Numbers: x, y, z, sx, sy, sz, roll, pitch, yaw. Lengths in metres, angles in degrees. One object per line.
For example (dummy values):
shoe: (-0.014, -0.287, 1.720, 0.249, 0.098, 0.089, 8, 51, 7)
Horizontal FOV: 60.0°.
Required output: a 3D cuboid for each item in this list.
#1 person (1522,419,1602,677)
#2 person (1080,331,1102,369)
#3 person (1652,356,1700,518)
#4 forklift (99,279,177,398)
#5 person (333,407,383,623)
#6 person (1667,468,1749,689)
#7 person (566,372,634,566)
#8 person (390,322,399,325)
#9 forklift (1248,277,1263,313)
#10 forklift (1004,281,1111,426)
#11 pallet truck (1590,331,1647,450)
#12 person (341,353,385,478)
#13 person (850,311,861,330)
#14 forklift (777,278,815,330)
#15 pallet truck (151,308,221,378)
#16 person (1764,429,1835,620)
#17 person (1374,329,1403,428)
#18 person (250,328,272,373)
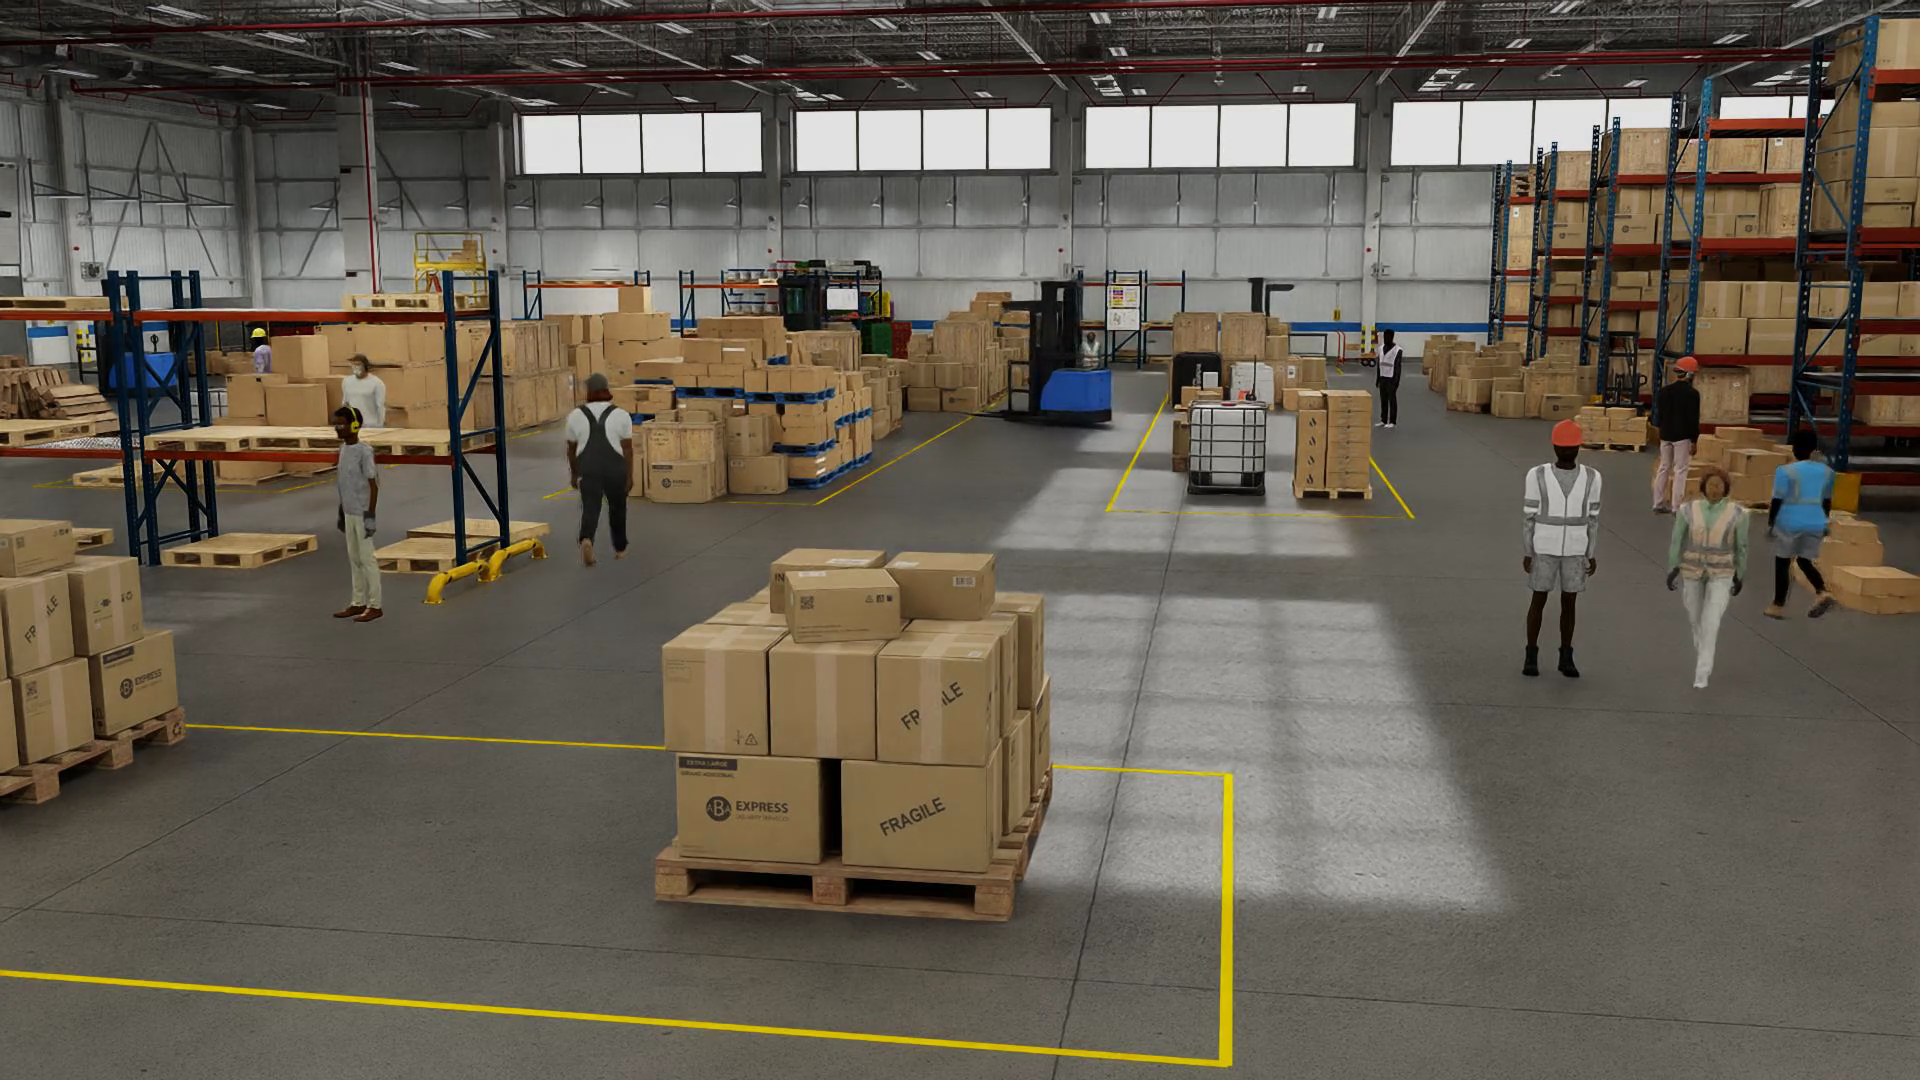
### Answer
person: (4.482, 0.067, 12.400, 0.547, 1.938, 0.377, 2, 9, 9)
person: (3.079, -4.123, 39.218, 0.518, 1.623, 0.491, -1, 9, -3)
person: (8.850, -1.261, 20.462, 0.407, 1.986, 0.610, -4, 10, -21)
forklift: (-19.604, -4.721, 39.029, 1.873, 2.768, 1.129, 1, 9, 9)
person: (-5.226, -0.221, 14.381, 0.519, 1.874, 0.331, 8, 12, 40)
person: (5.551, 0.246, 12.345, 0.515, 1.606, 0.818, 6, 11, 34)
person: (-3.705, -0.754, 17.149, 0.685, 2.000, 0.881, 0, 9, -3)
person: (-12.899, -4.120, 38.374, 0.639, 1.905, 0.700, 0, 9, 3)
forklift: (8.566, -6.215, 48.244, 1.873, 2.768, 1.129, 1, 9, 9)
forklift: (1.962, -3.708, 32.780, 1.873, 2.768, 1.129, 6, 11, 34)
pallet truck: (11.253, -2.573, 28.499, 0.823, 1.965, 1.885, 5, 10, 27)
person: (-8.020, -1.538, 22.333, 0.655, 1.926, 0.433, 2, 9, 13)
person: (-2.997, -5.300, 45.529, 0.606, 1.925, 0.549, -2, 9, -12)
forklift: (-4.169, -5.272, 42.430, 1.129, 2.768, 1.873, 3, 10, 15)
pallet truck: (-21.869, -5.598, 47.154, 0.823, 1.965, 1.885, 4, 10, 26)
person: (7.274, -0.112, 14.314, 0.585, 1.671, 0.551, -2, 9, -10)
person: (8.292, -3.118, 32.139, 0.397, 1.911, 0.587, -5, 11, -29)
person: (-13.406, -3.101, 31.974, 0.382, 1.924, 0.594, -1, 9, -3)
